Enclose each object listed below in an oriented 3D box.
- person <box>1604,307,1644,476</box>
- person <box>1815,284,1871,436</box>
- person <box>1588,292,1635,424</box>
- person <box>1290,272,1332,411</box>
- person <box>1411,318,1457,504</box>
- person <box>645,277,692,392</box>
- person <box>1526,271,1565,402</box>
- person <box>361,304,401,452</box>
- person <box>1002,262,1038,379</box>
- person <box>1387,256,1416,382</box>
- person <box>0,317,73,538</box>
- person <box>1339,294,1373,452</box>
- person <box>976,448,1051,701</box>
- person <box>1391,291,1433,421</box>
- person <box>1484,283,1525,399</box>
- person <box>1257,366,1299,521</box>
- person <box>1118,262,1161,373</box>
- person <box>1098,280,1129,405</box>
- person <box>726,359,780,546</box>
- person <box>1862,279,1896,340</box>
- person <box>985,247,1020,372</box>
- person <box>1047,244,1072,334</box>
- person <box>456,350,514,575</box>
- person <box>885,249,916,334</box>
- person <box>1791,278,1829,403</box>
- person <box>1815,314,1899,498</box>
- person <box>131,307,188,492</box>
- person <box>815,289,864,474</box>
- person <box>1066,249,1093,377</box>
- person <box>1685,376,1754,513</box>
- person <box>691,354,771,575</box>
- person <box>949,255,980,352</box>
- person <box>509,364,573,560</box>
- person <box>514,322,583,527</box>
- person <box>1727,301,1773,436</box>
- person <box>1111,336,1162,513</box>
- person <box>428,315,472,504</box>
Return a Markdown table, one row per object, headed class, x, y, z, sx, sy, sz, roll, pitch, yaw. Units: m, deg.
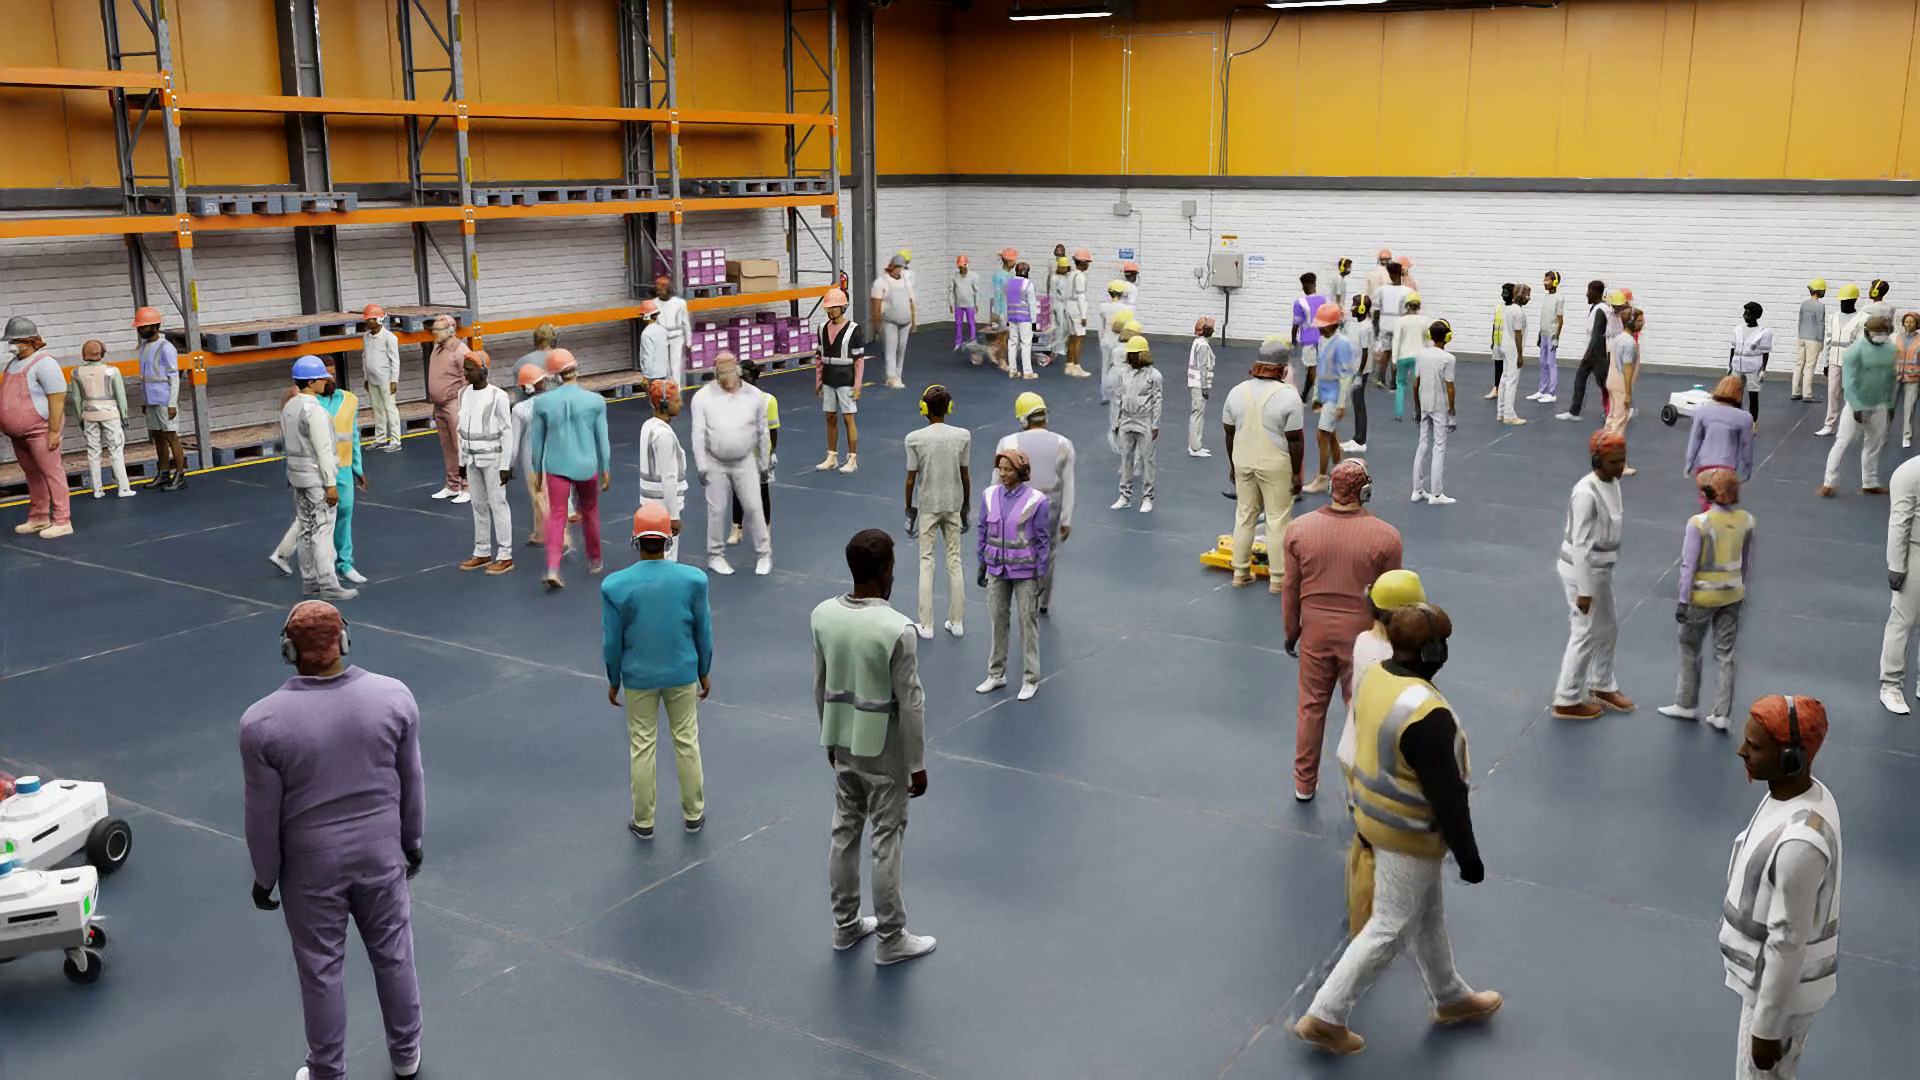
| class | x | y | z | sx | sy | sz | roll | pitch | yaw |
| --- | --- | --- | --- | --- | --- | --- | --- | --- | --- |
| person | 7.321 | -1.644 | 18.366 | 0.347 | 1.846 | 0.505 | 2 | 13 | 7 |
| person | 11.002 | -2.220 | 20.714 | 0.386 | 1.919 | 0.581 | -6 | 14 | -26 |
| person | 8.663 | -2.443 | 22.104 | 0.527 | 1.728 | 0.888 | 8 | 15 | 33 |
| person | 4.919 | -2.746 | 23.053 | 0.648 | 1.907 | 1.003 | -5 | 14 | -21 |
| person | 4.806 | -1.296 | 16.789 | 0.319 | 1.876 | 0.532 | -8 | 15 | -32 |
| person | -4.027 | -2.711 | 22.987 | 0.606 | 1.834 | 0.963 | 0 | 13 | 2 |
| person | 8.416 | -2.909 | 23.797 | 0.328 | 1.872 | 0.515 | -2 | 13 | -11 |
| person | -6.913 | -1.928 | 19.797 | 0.572 | 1.750 | 0.330 | 8 | 15 | 31 |
| person | 0.975 | -3.471 | 26.313 | 0.621 | 1.838 | 0.429 | 11 | 17 | 39 |
| person | 6.815 | -3.410 | 25.757 | 0.431 | 1.967 | 0.614 | -2 | 13 | -8 |
| person | -8.557 | -1.038 | 15.308 | 0.688 | 2.000 | 0.539 | 8 | 15 | 31 |
| person | 4.728 | -1.977 | 19.781 | 0.328 | 1.861 | 0.513 | 2 | 13 | 9 |
| person | 0.340 | 0.215 | 10.753 | 0.522 | 1.640 | 0.305 | 8 | 15 | 31 |
| person | 5.962 | -2.386 | 21.842 | 0.558 | 1.737 | 0.694 | 0 | 13 | 0 |
| person | 7.825 | -2.834 | 23.855 | 0.318 | 1.697 | 0.535 | -7 | 15 | -29 |
| person | 2.963 | -0.950 | 15.819 | 0.507 | 1.632 | 0.275 | 10 | 16 | 38 |
| person | 2.634 | -3.353 | 25.715 | 1.049 | 1.863 | 0.550 | -7 | 15 | -27 |
| person | 2.185 | -2.773 | 23.435 | 0.523 | 1.769 | 0.315 | 10 | 16 | 36 |
| person | -1.886 | -0.780 | 14.940 | 0.534 | 1.697 | 0.322 | 2 | 13 | 8 |
| person | 12.122 | -2.524 | 22.116 | 0.533 | 1.876 | 0.320 | -4 | 13 | -15 |
| person | 0.701 | -3.763 | 27.168 | 0.572 | 2.016 | 0.634 | 7 | 15 | 28 |
| person | 1.873 | -4.677 | 31.522 | 0.506 | 1.847 | 0.345 | 5 | 14 | 22 |
| person | -4.002 | -0.651 | 13.973 | 0.584 | 1.882 | 0.346 | 8 | 15 | 31 |
| person | -1.072 | -4.074 | 28.818 | 0.694 | 1.894 | 0.440 | 5 | 14 | 19 |
| person | 12.177 | -2.852 | 23.782 | 0.313 | 1.769 | 0.525 | -2 | 13 | -8 |
| person | 9.302 | -1.363 | 17.043 | 0.819 | 1.905 | 0.405 | -3 | 13 | -12 |
| person | -8.393 | -1.465 | 17.390 | 0.551 | 1.935 | 0.359 | 8 | 15 | 31 |
| person | -1.357 | -1.750 | 18.390 | 0.614 | 2.042 | 0.373 | 8 | 15 | 31 |
| person | 1.907 | -3.615 | 26.504 | 0.406 | 2.032 | 0.614 | -2 | 13 | -10 |
| person | 6.687 | -0.644 | 14.590 | 0.515 | 1.579 | 0.855 | 13 | 18 | 43 |
| person | -1.910 | -0.628 | 13.933 | 0.653 | 1.878 | 0.409 | -2 | 13 | -7 |
| person | 0.068 | -4.258 | 29.940 | 0.570 | 1.740 | 0.365 | 3 | 13 | 12 |
| person | -3.642 | -0.689 | 14.550 | 0.878 | 1.706 | 0.545 | 9 | 16 | 34 |
| person | -3.882 | -1.085 | 15.738 | 0.635 | 1.936 | 0.356 | 4 | 13 | 15 |
| person | 9.860 | -2.136 | 20.830 | 0.321 | 1.695 | 0.529 | -8 | 15 | -32 |
| person | 1.742 | -1.143 | 16.416 | 0.493 | 1.743 | 0.295 | 8 | 15 | 31 |
| person | -5.170 | -1.327 | 16.859 | 0.655 | 1.905 | 0.407 | 12 | 17 | 41 |
